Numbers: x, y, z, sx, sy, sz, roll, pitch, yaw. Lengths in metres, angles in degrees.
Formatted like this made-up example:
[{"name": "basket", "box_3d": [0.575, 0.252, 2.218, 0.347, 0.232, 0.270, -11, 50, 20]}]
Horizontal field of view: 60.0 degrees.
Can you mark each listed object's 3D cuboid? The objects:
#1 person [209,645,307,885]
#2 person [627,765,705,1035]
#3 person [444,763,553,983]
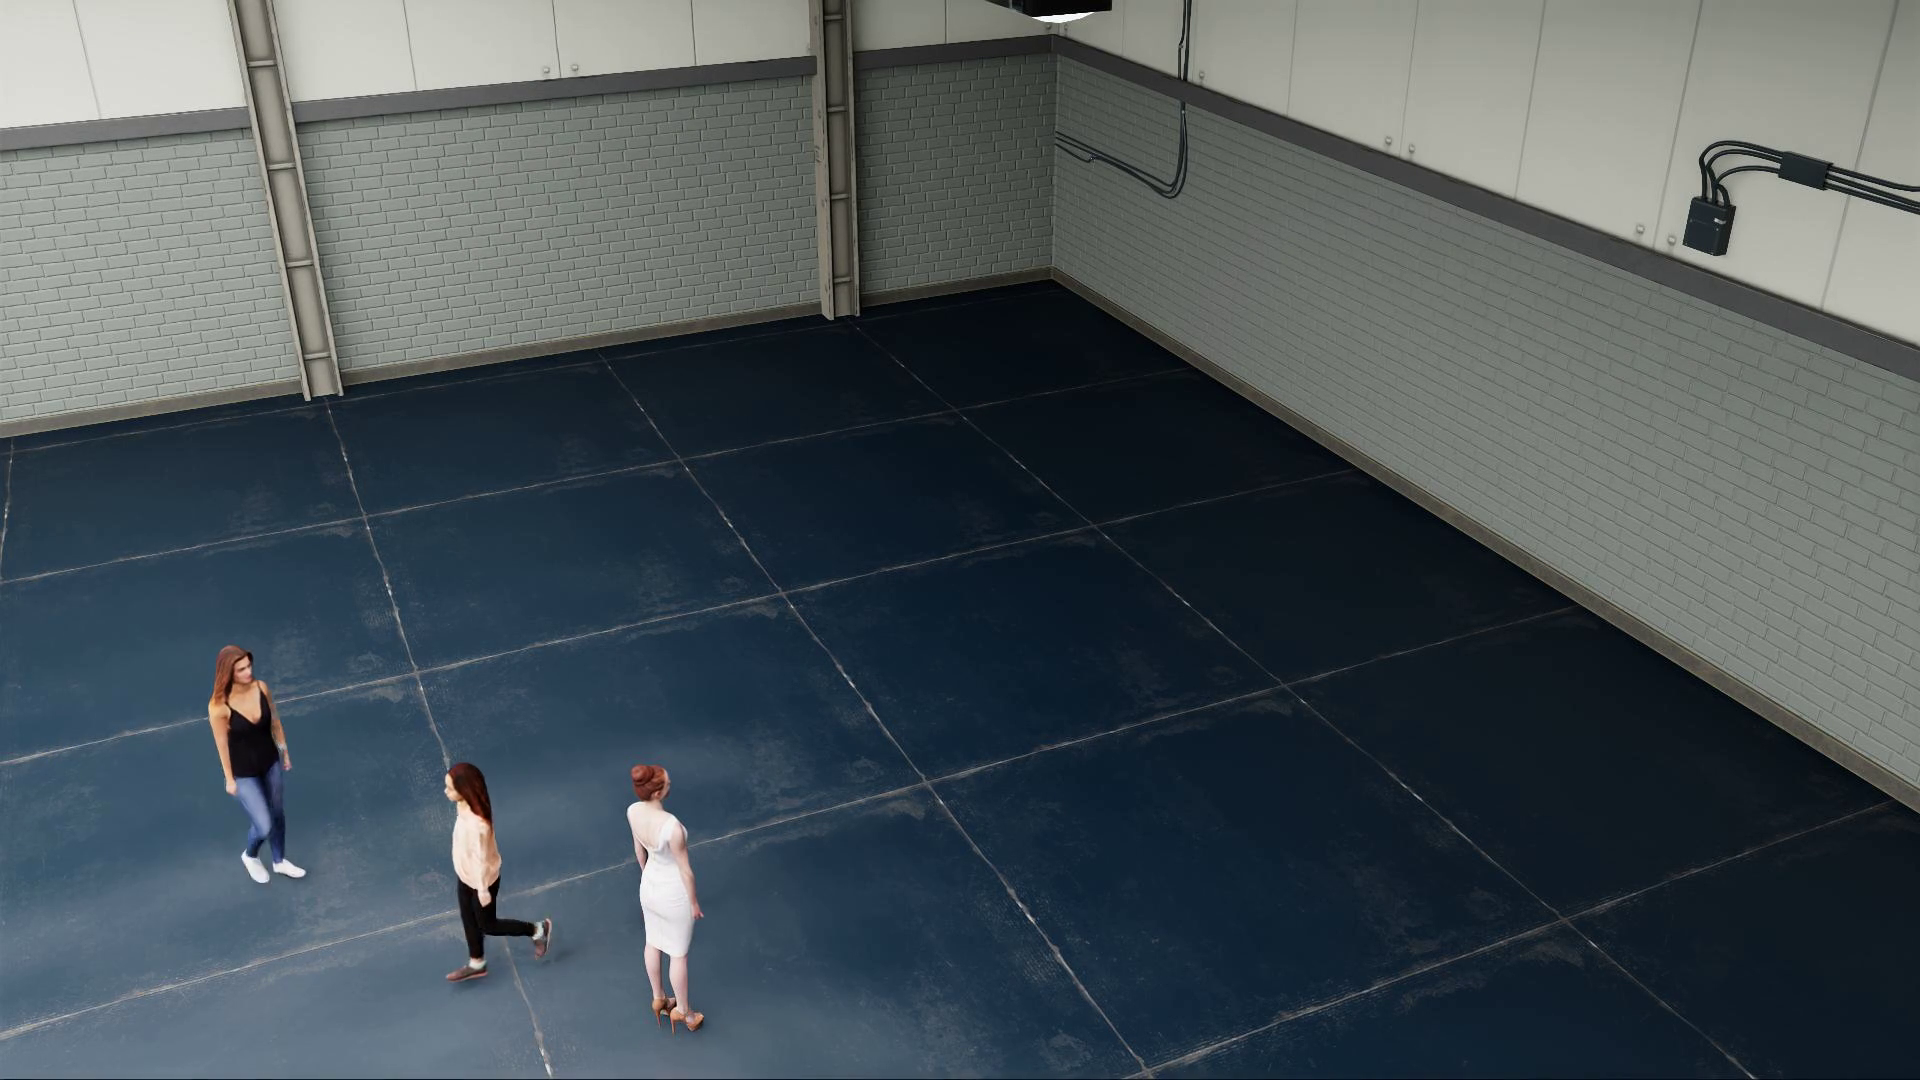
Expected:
[{"name": "person", "box_3d": [-4.437, 1.390, 10.330, 0.789, 1.712, 0.725, 14, 30, 25]}, {"name": "person", "box_3d": [-1.627, 1.963, 9.128, 0.628, 1.793, 0.620, 19, 33, 32]}, {"name": "person", "box_3d": [-2.715, 1.915, 9.575, 0.881, 1.469, 0.632, -15, 31, -27]}]
